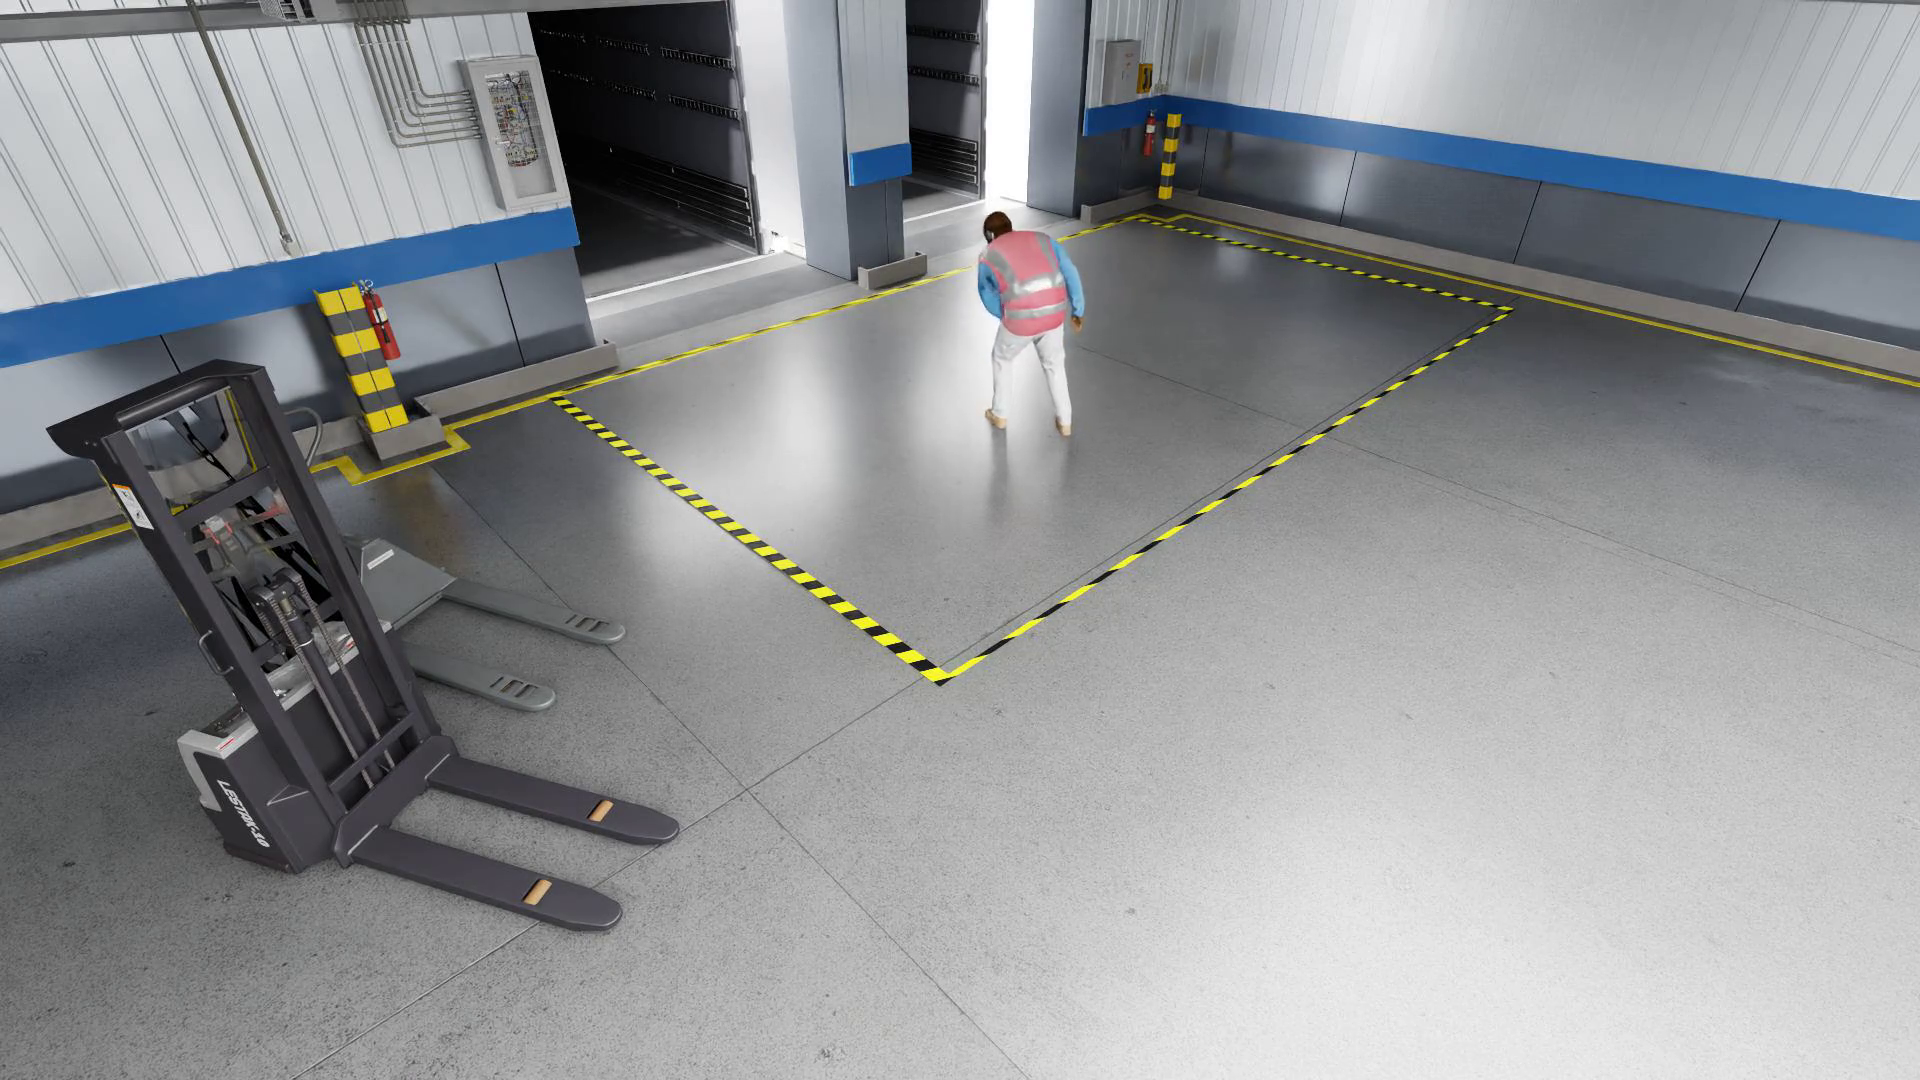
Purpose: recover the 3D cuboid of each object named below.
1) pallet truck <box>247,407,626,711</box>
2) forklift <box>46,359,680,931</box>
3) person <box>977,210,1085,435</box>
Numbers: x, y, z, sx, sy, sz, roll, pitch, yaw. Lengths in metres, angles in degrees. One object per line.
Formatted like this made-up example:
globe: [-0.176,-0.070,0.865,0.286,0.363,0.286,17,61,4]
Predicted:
pallet truck: [-2.628,0.038,4.590,1.601,1.201,0.680,12,36,18]
forklift: [-2.135,0.422,3.354,1.885,1.965,0.823,10,35,14]
person: [0.496,-1.578,6.736,0.758,1.518,0.844,-12,36,-17]
